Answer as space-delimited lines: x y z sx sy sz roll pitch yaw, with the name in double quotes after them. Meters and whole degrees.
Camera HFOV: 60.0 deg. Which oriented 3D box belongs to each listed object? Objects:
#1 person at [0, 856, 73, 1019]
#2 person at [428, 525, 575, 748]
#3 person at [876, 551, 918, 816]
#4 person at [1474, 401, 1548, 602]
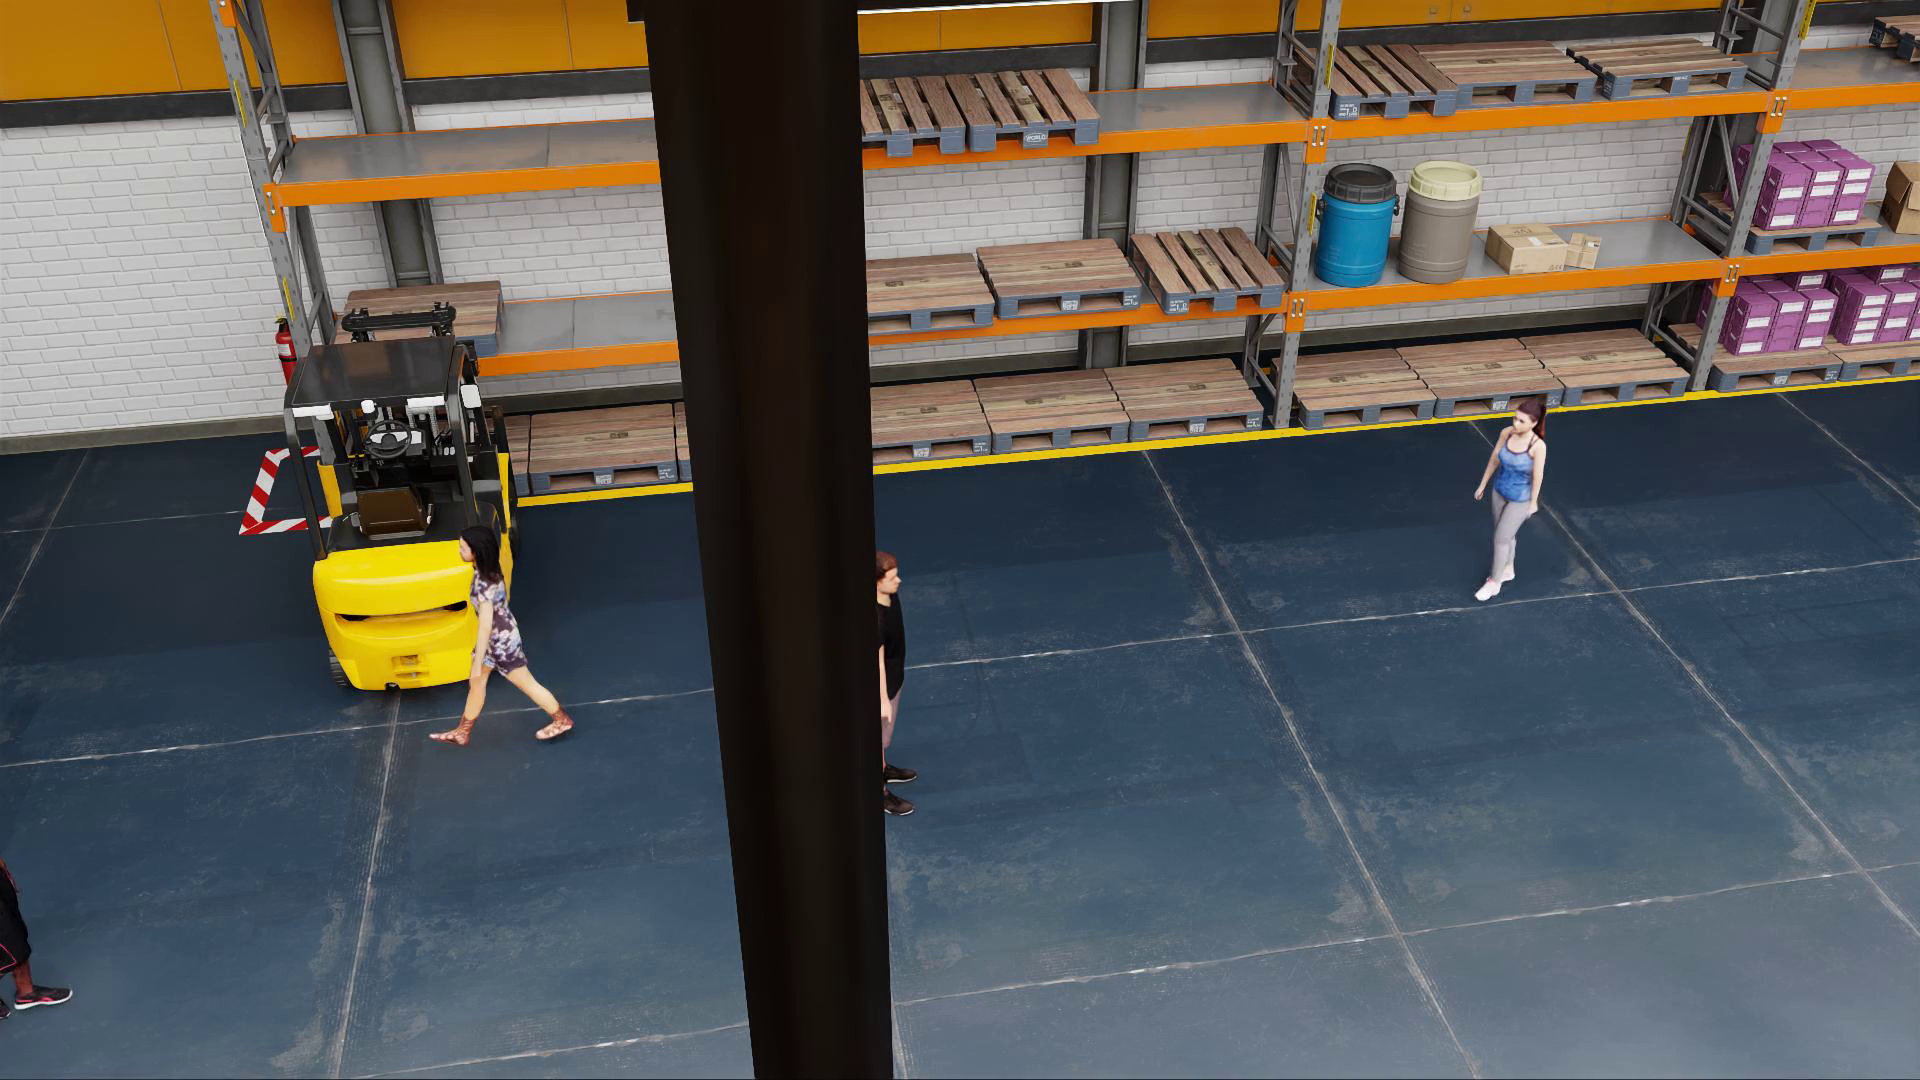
-5.244 1.907 8.767 0.705 1.752 0.596 -6 34 -9 "person"
-2.873 0.661 10.708 1.194 1.678 0.761 -11 35 -17 "person"
-0.493 0.848 10.262 0.695 1.861 0.744 3 34 5 "person"
4.133 -0.339 12.290 0.798 1.593 0.678 -15 36 -21 "person"
